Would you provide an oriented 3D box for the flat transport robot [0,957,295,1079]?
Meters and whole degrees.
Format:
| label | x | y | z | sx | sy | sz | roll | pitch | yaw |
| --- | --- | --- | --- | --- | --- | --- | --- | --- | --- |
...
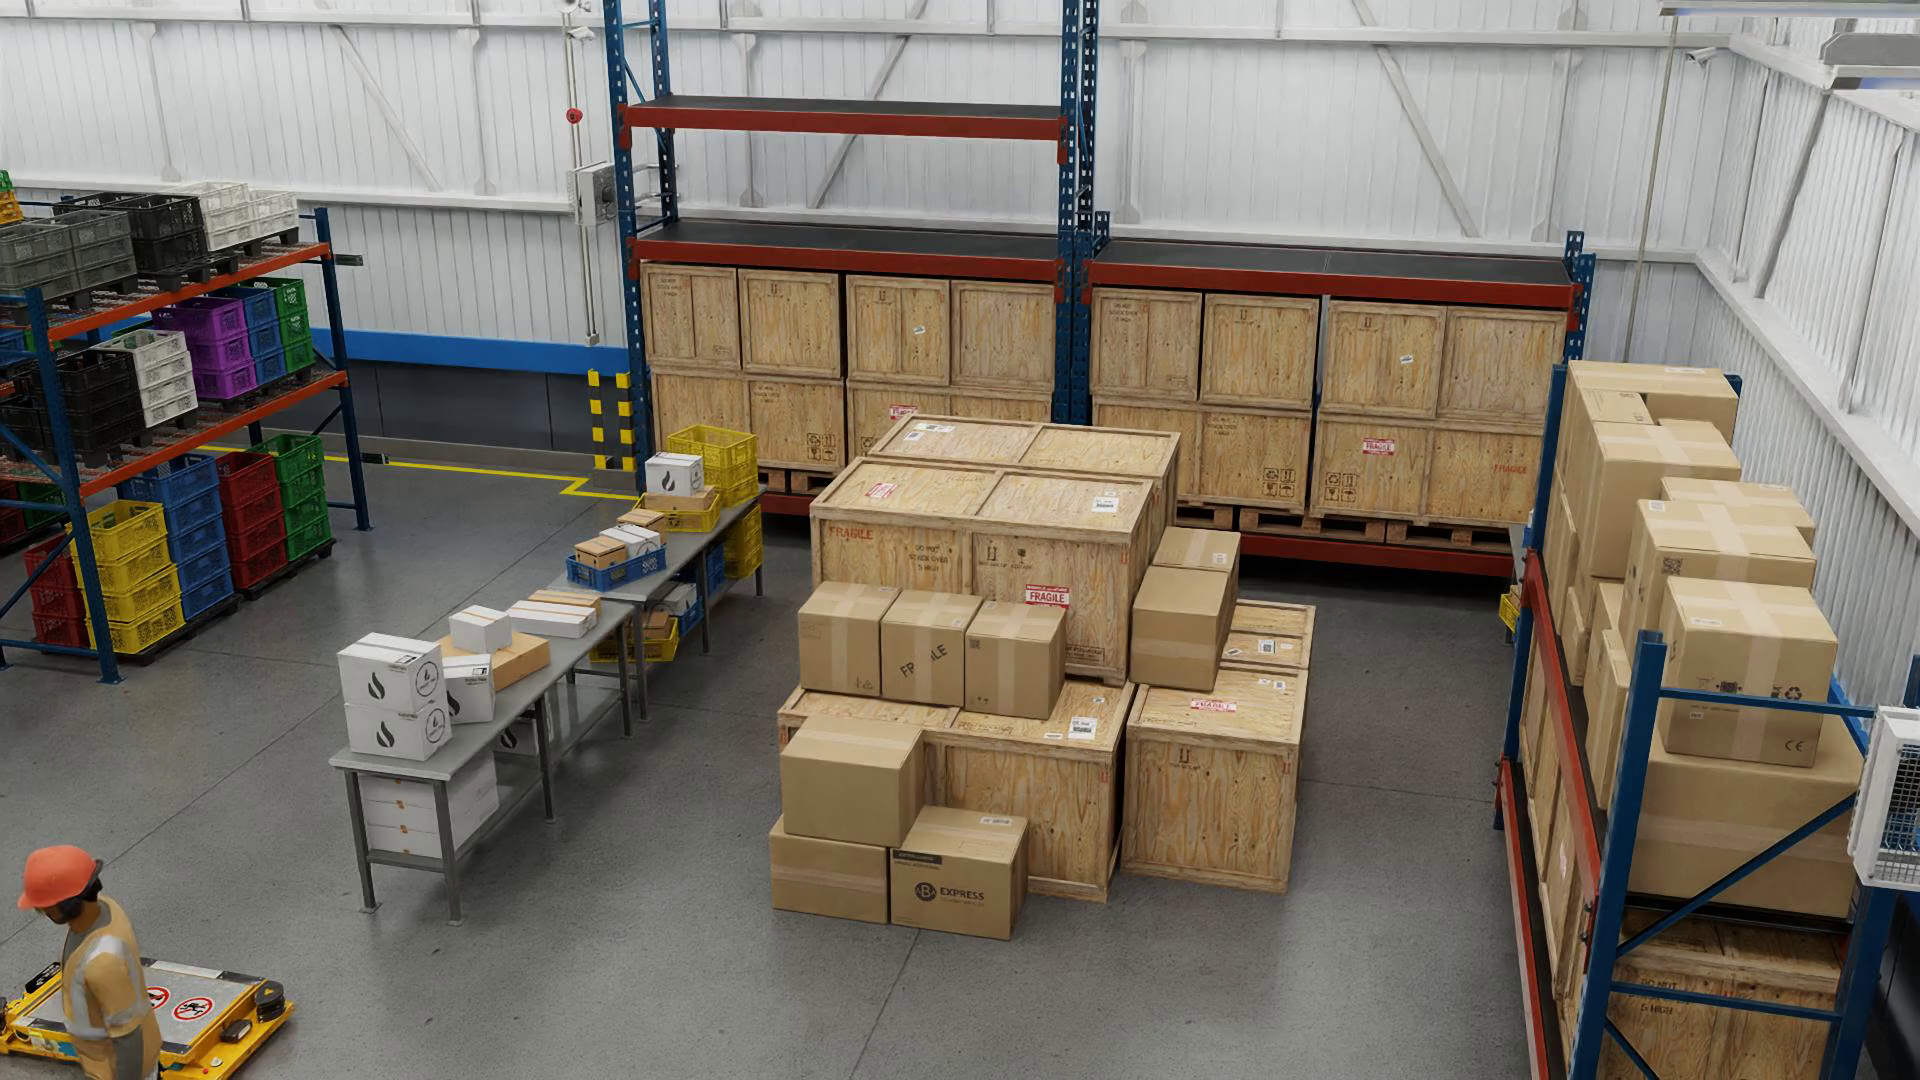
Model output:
| label | x | y | z | sx | sy | sz | roll | pitch | yaw |
| --- | --- | --- | --- | --- | --- | --- | --- | --- | --- |
| flat transport robot | -4.270 | 2.464 | 8.601 | 1.431 | 0.231 | 0.659 | 5 | 22 | 13 |

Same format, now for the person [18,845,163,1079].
| label | x | y | z | sx | sy | sz | roll | pitch | yaw |
| --- | --- | --- | --- | --- | --- | --- | --- | --- | --- |
| person | -3.542 | 2.158 | 6.934 | 0.400 | 2.033 | 0.606 | -12 | 24 | -29 |
